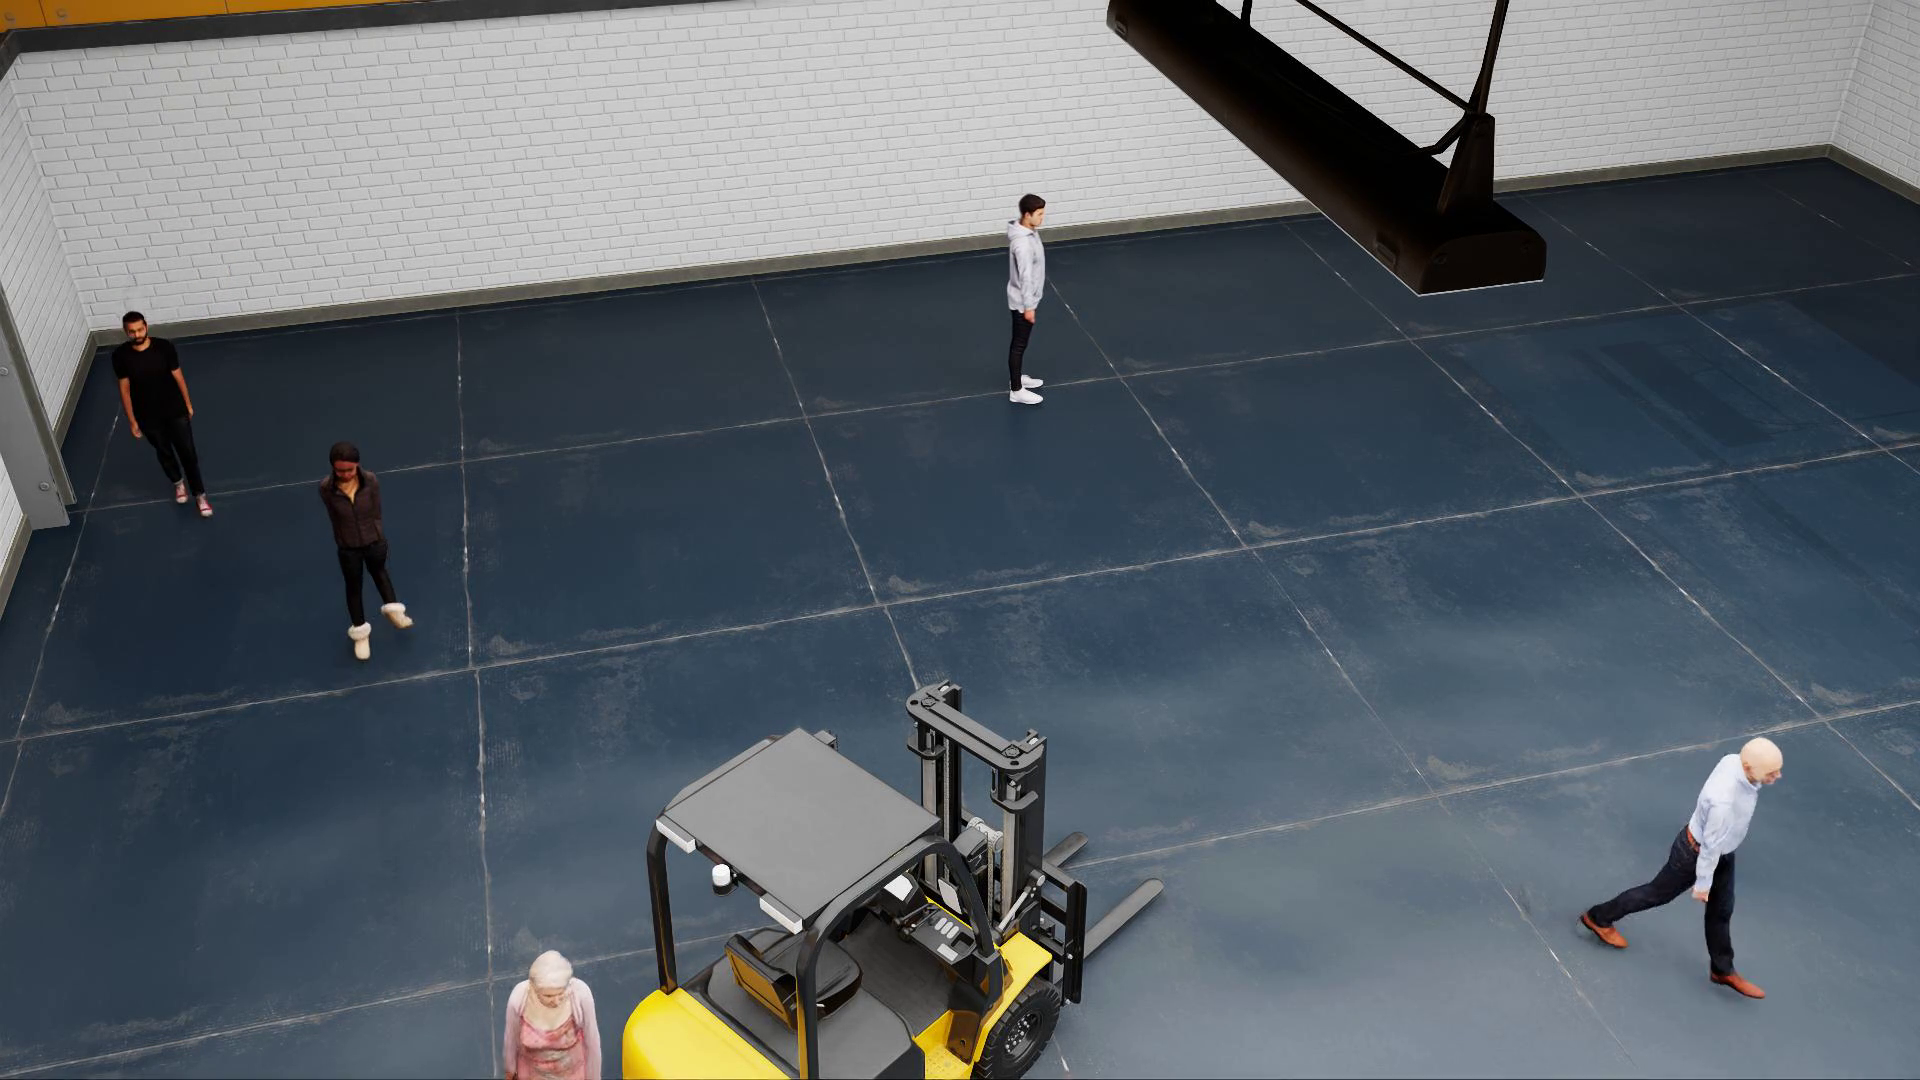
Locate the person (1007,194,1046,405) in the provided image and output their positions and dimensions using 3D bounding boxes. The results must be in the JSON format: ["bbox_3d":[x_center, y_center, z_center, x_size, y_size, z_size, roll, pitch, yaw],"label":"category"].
[{"bbox_3d":[0.562,-2.167,14.846,0.813,1.930,0.651,2,34,3],"label":"person"}]

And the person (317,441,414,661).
[{"bbox_3d":[-4.205,0.086,11.704,0.664,1.657,0.755,-12,36,-18],"label":"person"}]

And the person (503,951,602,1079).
[{"bbox_3d":[-1.964,2.490,8.080,0.632,1.663,0.737,-5,34,-7],"label":"person"}]

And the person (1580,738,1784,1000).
[{"bbox_3d":[3.999,1.710,9.175,1.345,1.750,1.167,21,39,29],"label":"person"}]

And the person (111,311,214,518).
[{"bbox_3d":[-6.437,-1.065,13.366,0.739,1.734,0.982,-14,36,-20],"label":"person"}]
